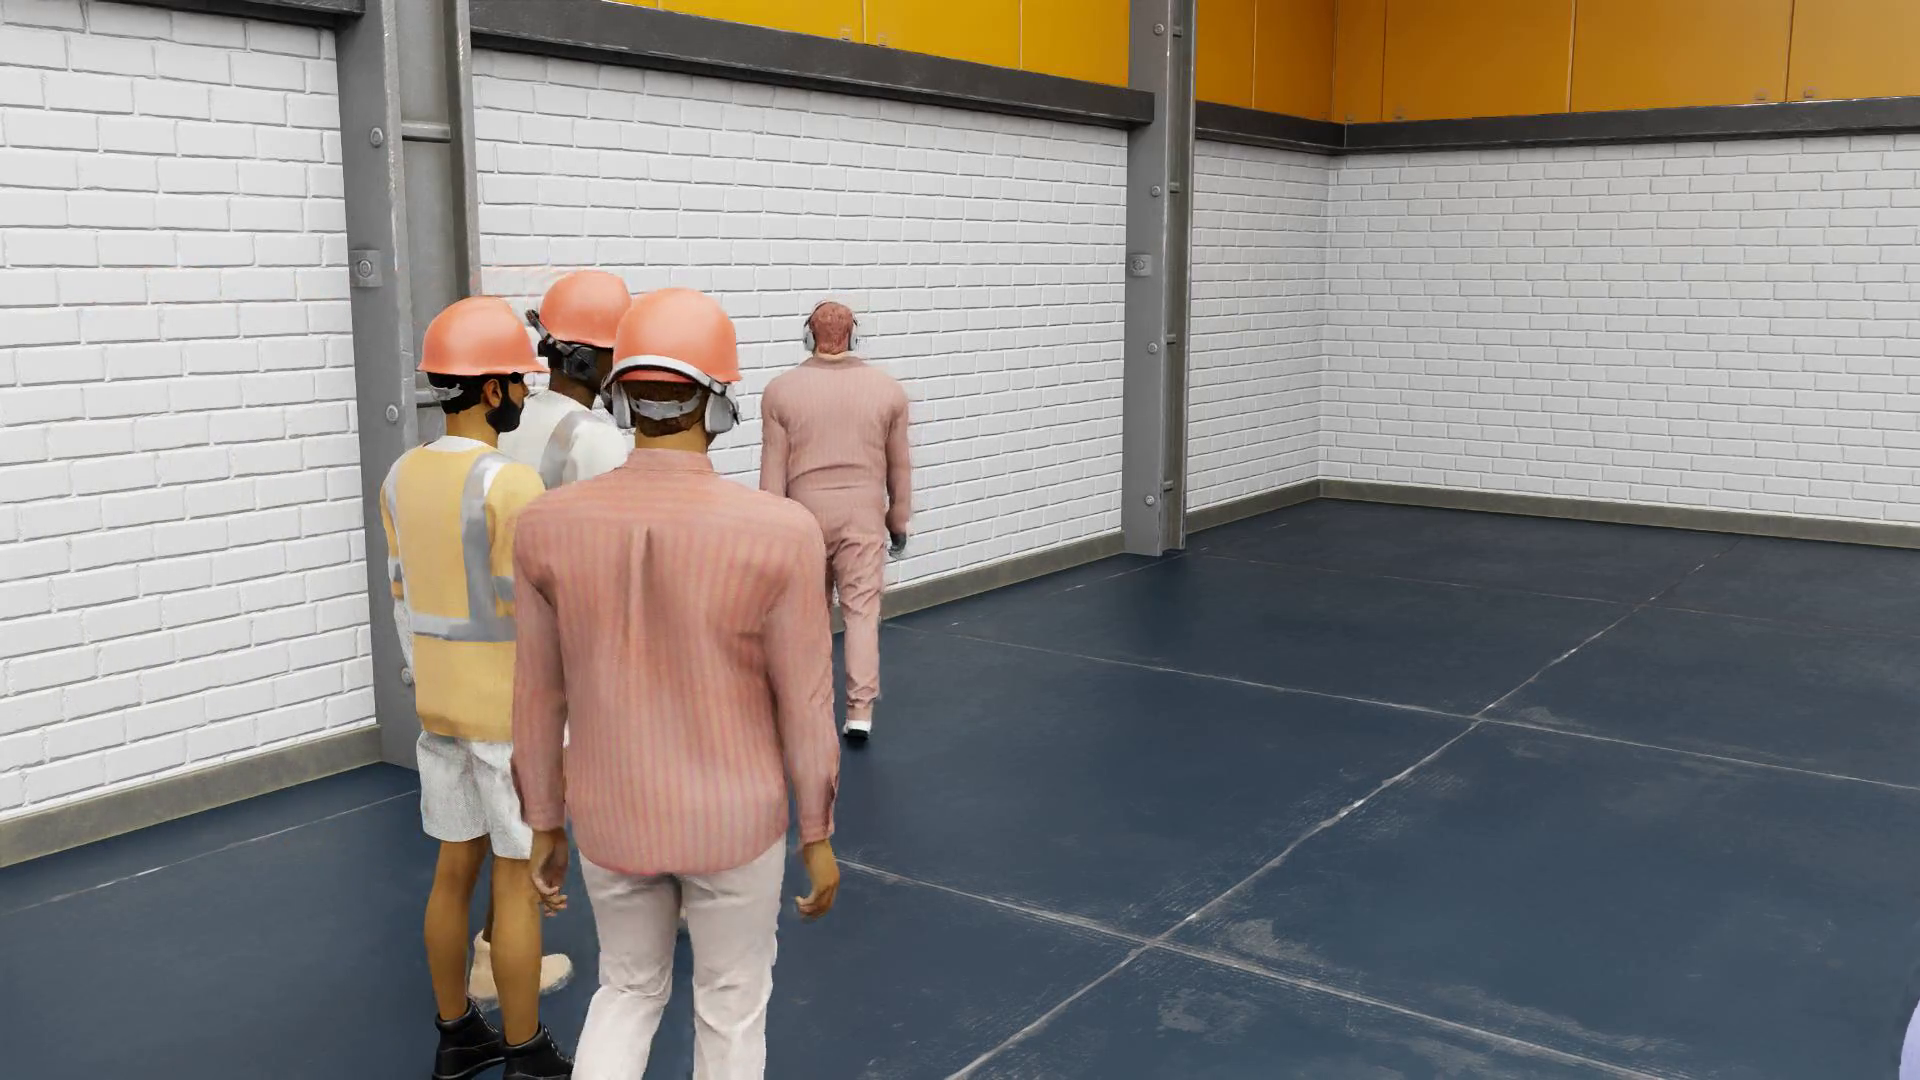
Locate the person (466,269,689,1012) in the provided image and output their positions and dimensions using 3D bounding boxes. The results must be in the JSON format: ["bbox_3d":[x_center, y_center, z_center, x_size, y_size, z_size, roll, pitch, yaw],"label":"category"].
[{"bbox_3d":[-0.959,0.264,4.617,1.017,1.987,0.625,-7,12,-37],"label":"person"}]

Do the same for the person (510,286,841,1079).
[{"bbox_3d":[-0.537,0.524,3.102,0.624,1.974,0.578,2,10,12],"label":"person"}]

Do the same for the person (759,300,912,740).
[{"bbox_3d":[-0.532,-0.096,7.179,0.658,1.864,1.014,-2,10,-9],"label":"person"}]

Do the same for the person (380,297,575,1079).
[{"bbox_3d":[-1.114,0.398,3.974,0.544,1.939,0.354,7,12,36],"label":"person"}]

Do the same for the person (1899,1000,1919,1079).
[{"bbox_3d":[0.911,0.898,1.147,0.570,1.883,0.987,5,11,26],"label":"person"}]
